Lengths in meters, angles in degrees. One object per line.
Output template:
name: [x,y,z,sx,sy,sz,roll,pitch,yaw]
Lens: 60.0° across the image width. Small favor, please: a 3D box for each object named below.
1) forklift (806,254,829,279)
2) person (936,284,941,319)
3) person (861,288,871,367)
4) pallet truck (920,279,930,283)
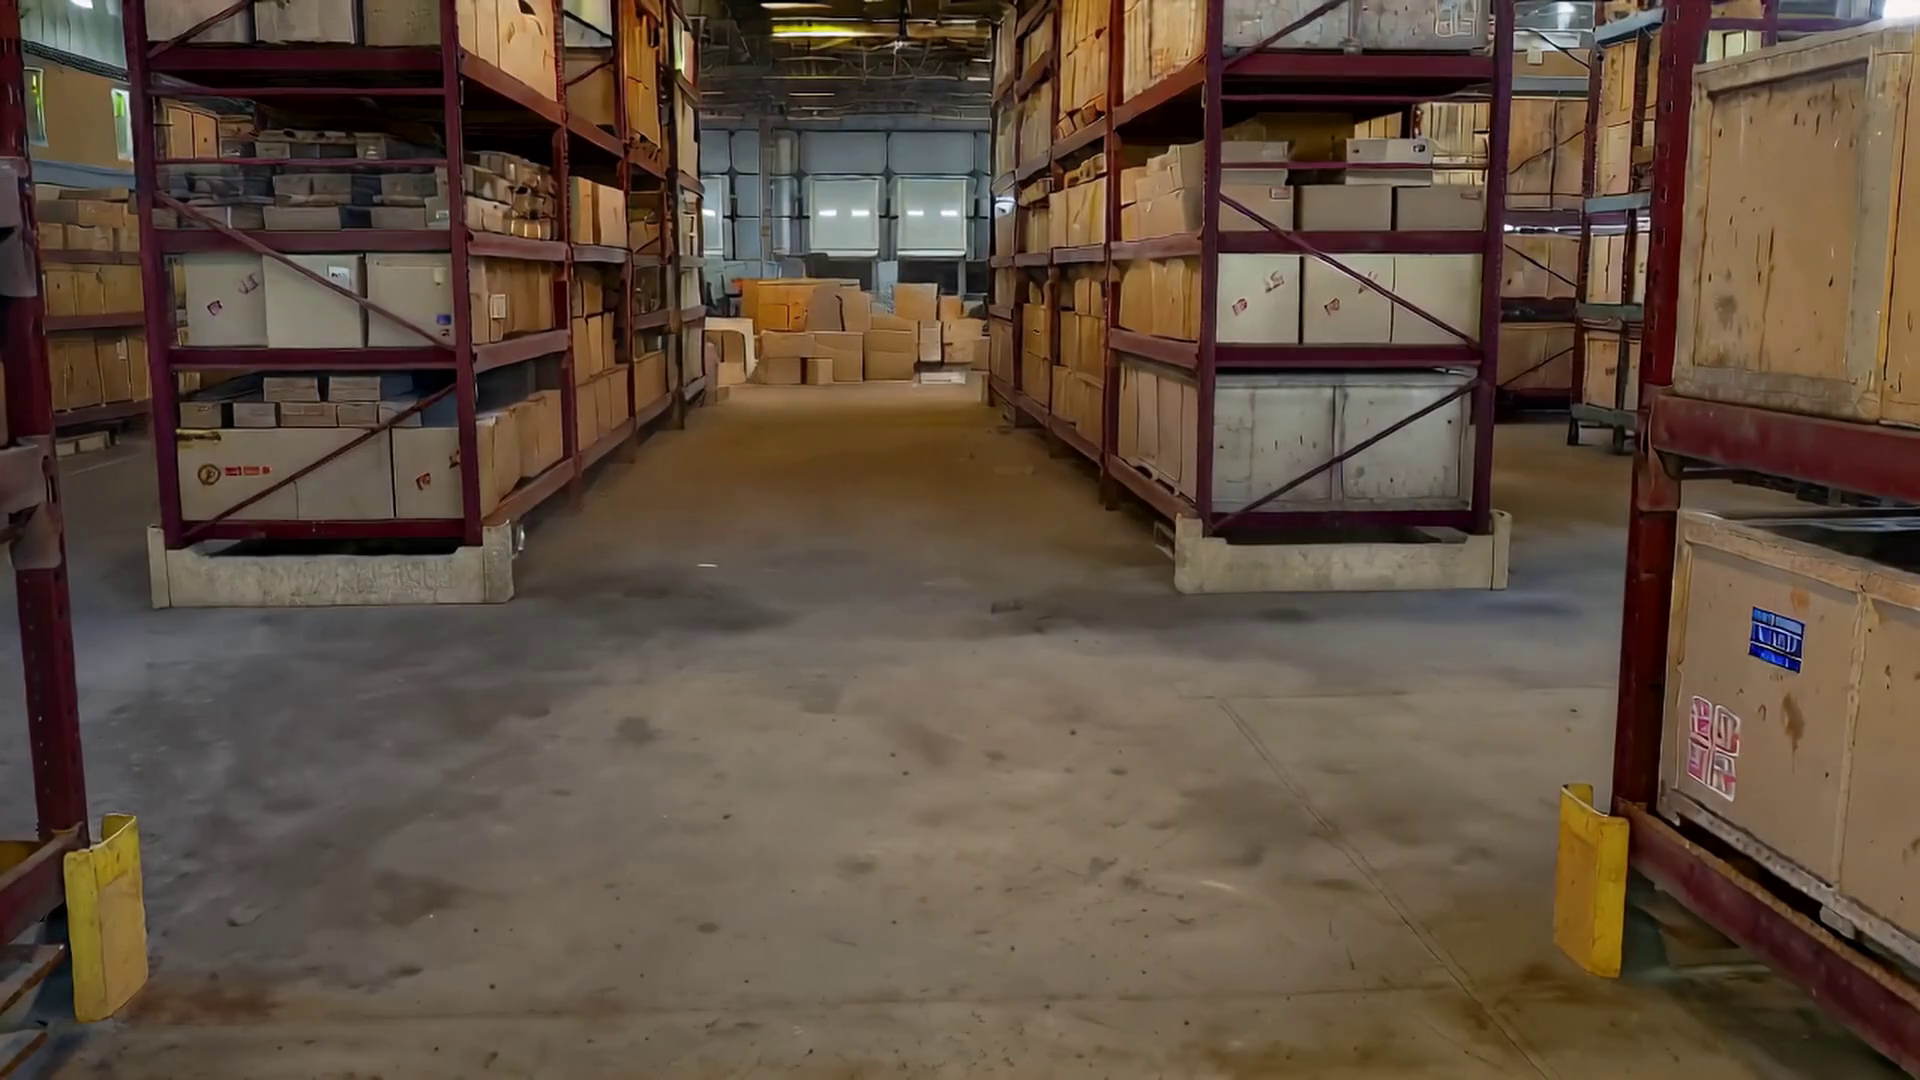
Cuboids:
forklift: [-4.808,-8.280,56.322,1.873,2.768,1.129,-8,12,-41]
person: [-0.627,-5.869,44.270,0.990,1.890,0.639,0,9,2]
person: [-2.151,-4.834,37.969,0.429,1.840,0.645,-4,10,-24]
pallet truck: [-0.932,-8.922,63.114,1.885,1.965,0.823,2,9,13]
